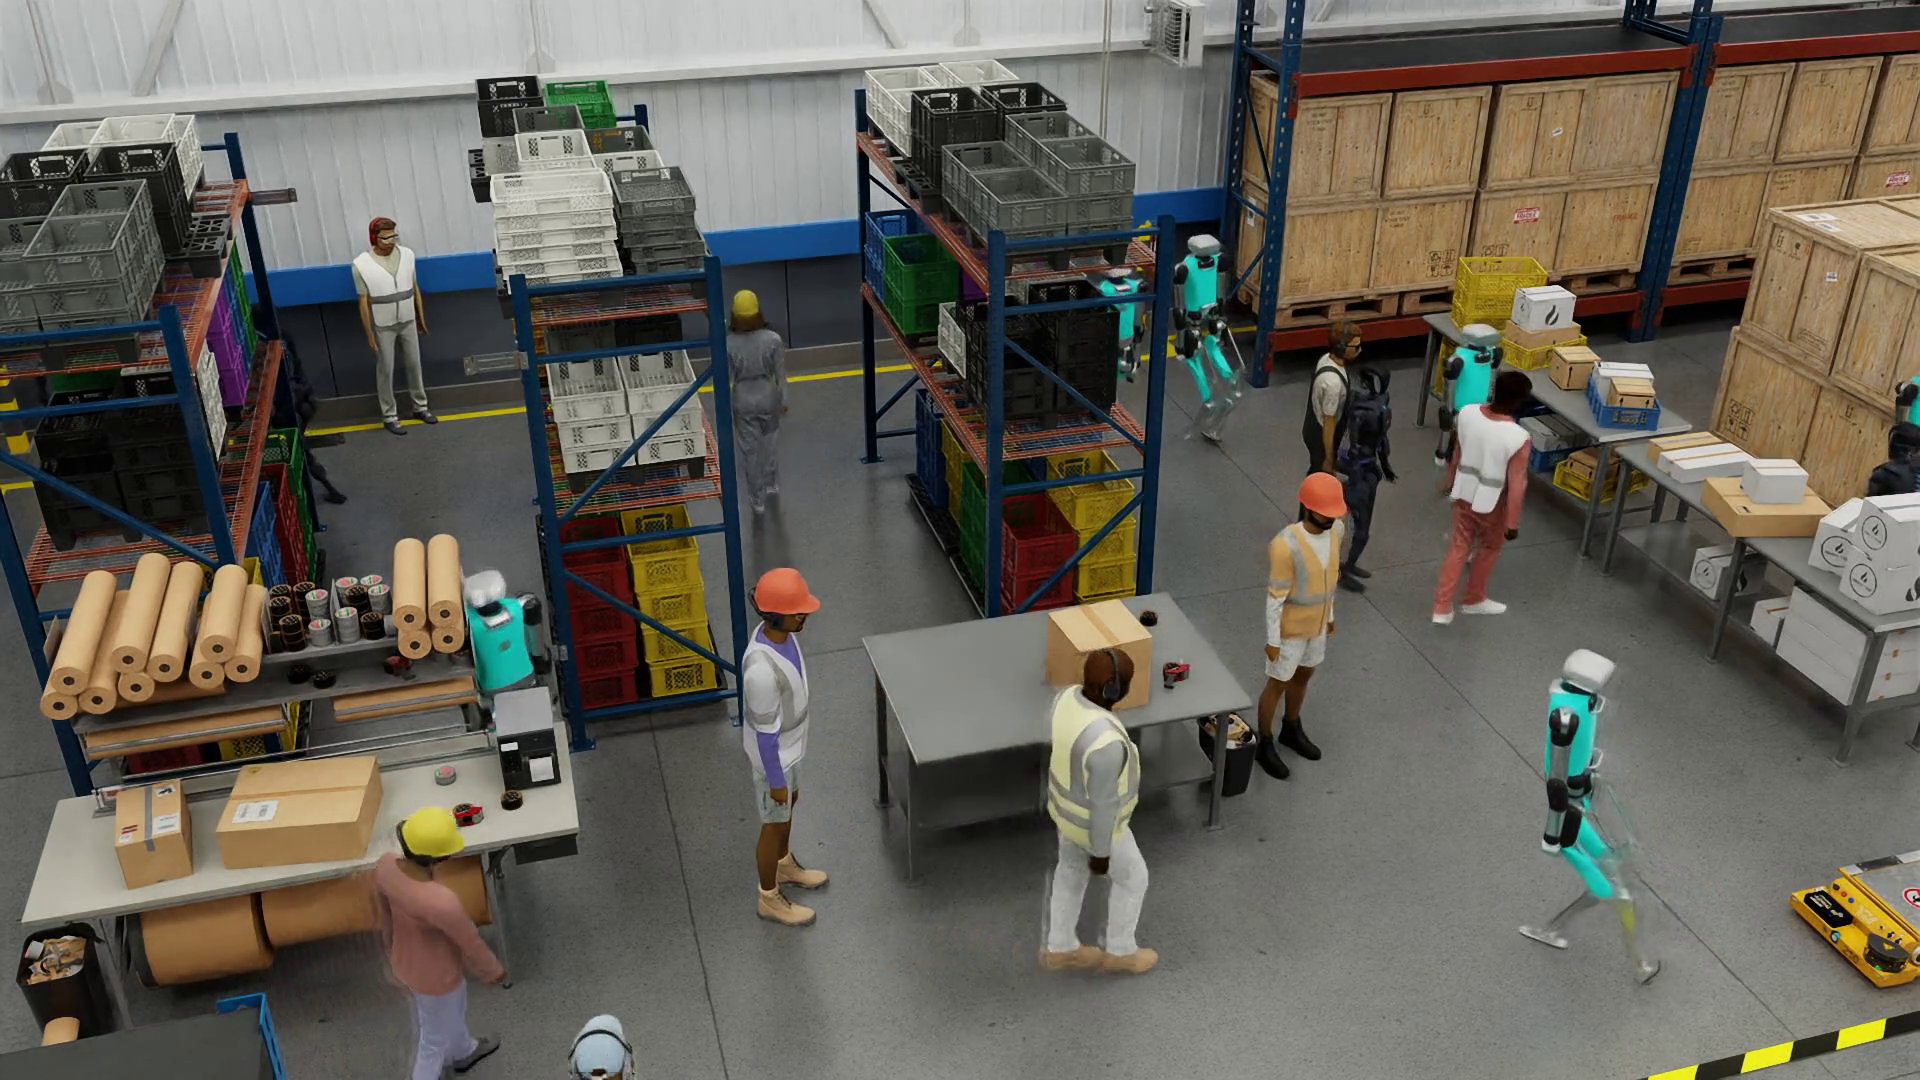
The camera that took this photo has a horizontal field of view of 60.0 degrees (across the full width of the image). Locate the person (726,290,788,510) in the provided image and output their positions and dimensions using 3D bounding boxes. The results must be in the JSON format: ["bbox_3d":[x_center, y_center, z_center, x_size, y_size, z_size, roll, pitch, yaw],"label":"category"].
[{"bbox_3d":[-1.573,-1.073,12.590,0.502,1.723,0.505,-7,30,-13],"label":"person"}]

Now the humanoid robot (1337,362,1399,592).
[{"bbox_3d":[2.827,-0.458,11.527,0.365,1.656,0.591,19,34,31],"label":"humanoid robot"}]

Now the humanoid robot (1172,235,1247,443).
[{"bbox_3d":[2.054,-1.537,13.439,0.553,1.793,0.729,-17,33,-29],"label":"humanoid robot"}]

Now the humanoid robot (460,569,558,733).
[{"bbox_3d":[-2.555,0.865,9.141,0.573,1.840,0.863,-17,33,-28],"label":"humanoid robot"}]

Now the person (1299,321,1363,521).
[{"bbox_3d":[2.602,-0.687,11.787,0.345,1.837,0.508,2,29,4],"label":"person"}]

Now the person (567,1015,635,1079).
[{"bbox_3d":[-1.244,2.452,6.071,0.593,1.842,0.412,-8,30,-14],"label":"person"}]

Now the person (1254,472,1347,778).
[{"bbox_3d":[1.984,0.477,9.563,0.550,1.934,0.371,-20,35,-32],"label":"person"}]

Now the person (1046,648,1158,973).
[{"bbox_3d":[0.728,1.329,8.137,0.693,1.813,0.638,-9,30,-16],"label":"person"}]

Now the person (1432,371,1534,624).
[{"bbox_3d":[3.443,-0.267,10.982,0.657,1.876,0.667,-19,34,-30],"label":"person"}]

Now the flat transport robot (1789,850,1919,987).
[{"bbox_3d":[5.163,1.916,8.676,1.431,0.231,0.659,-8,30,-14],"label":"flat transport robot"}]

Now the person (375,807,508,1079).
[{"bbox_3d":[-2.240,1.839,7.310,0.548,1.720,0.713,22,36,34],"label":"person"}]

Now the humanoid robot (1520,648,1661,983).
[{"bbox_3d":[3.208,1.418,8.114,0.878,1.827,0.548,15,32,26],"label":"humanoid robot"}]

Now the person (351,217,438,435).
[{"bbox_3d":[-4.703,-1.794,13.801,0.385,1.836,0.566,24,37,36],"label":"person"}]

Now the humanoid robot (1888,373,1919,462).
[{"bbox_3d":[6.651,-0.365,11.331,0.543,1.748,1.022,-8,30,-14],"label":"humanoid robot"}]

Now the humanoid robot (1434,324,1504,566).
[{"bbox_3d":[3.696,-0.599,11.755,0.550,1.801,0.768,-18,34,-30],"label":"humanoid robot"}]

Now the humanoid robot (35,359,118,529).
[{"bbox_3d":[-6.414,-0.848,12.238,0.609,1.646,0.363,-6,29,-10],"label":"humanoid robot"}]

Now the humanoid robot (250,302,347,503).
[{"bbox_3d":[-5.107,-1.033,12.625,0.696,1.631,0.596,7,30,12],"label":"humanoid robot"}]

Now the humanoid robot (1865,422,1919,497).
[{"bbox_3d":[5.926,0.004,10.737,0.610,1.637,0.512,-15,32,-26],"label":"humanoid robot"}]

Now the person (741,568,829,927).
[{"bbox_3d":[-0.883,1.042,8.437,0.406,2.037,0.606,3,29,5],"label":"person"}]

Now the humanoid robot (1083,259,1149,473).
[{"bbox_3d":[1.108,-1.442,13.255,0.530,1.785,0.731,-13,31,-23],"label":"humanoid robot"}]
